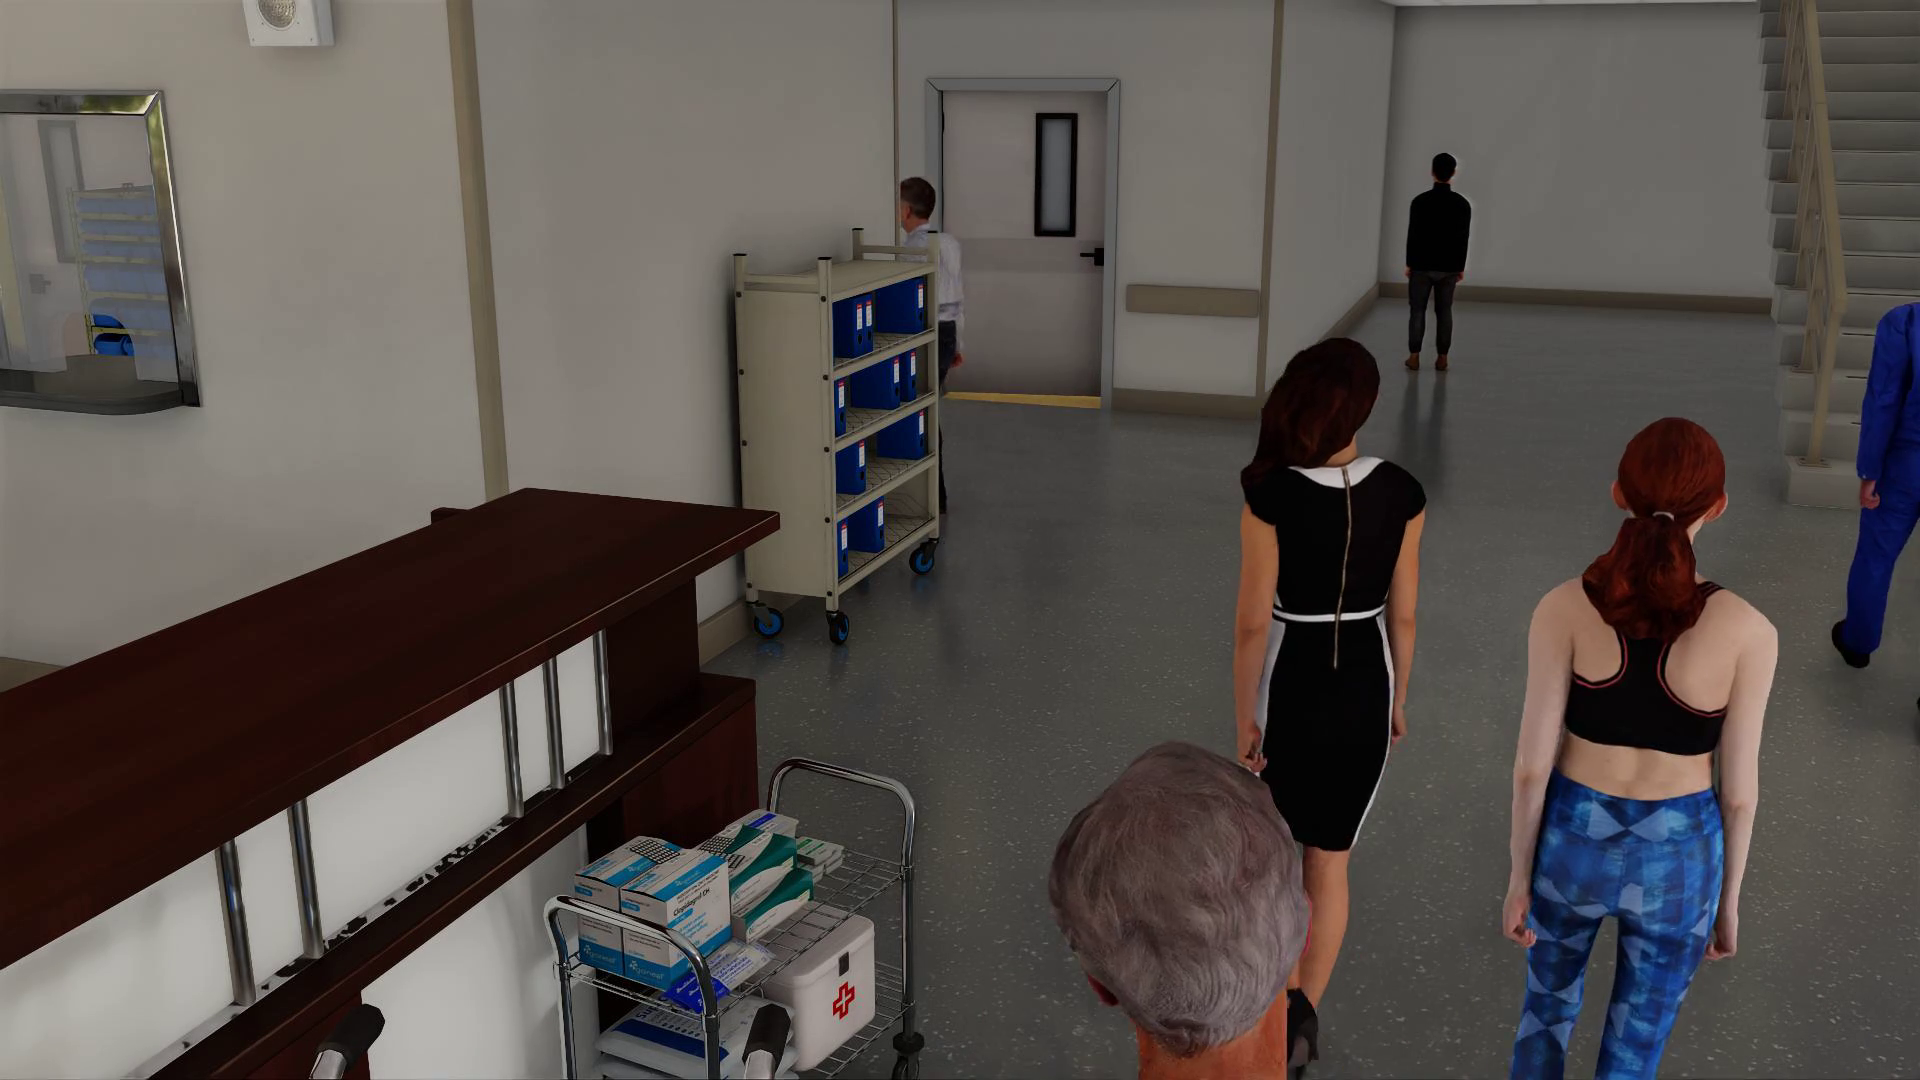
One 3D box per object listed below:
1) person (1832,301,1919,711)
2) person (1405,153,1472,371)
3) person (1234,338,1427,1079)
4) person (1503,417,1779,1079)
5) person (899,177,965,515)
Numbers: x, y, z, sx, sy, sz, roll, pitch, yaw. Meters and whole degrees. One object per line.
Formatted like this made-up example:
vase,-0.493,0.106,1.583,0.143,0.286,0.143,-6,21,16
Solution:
person,3.586,-0.202,6.079,0.832,1.775,1.219,4,16,13
person,3.825,-2.239,13.403,0.688,1.721,0.630,1,16,4
person,0.825,0.455,3.730,0.714,1.785,0.801,0,16,-1
person,1.156,0.681,2.942,0.592,1.777,0.678,8,18,27
person,-0.139,-1.021,8.924,0.848,1.808,0.730,14,21,42
